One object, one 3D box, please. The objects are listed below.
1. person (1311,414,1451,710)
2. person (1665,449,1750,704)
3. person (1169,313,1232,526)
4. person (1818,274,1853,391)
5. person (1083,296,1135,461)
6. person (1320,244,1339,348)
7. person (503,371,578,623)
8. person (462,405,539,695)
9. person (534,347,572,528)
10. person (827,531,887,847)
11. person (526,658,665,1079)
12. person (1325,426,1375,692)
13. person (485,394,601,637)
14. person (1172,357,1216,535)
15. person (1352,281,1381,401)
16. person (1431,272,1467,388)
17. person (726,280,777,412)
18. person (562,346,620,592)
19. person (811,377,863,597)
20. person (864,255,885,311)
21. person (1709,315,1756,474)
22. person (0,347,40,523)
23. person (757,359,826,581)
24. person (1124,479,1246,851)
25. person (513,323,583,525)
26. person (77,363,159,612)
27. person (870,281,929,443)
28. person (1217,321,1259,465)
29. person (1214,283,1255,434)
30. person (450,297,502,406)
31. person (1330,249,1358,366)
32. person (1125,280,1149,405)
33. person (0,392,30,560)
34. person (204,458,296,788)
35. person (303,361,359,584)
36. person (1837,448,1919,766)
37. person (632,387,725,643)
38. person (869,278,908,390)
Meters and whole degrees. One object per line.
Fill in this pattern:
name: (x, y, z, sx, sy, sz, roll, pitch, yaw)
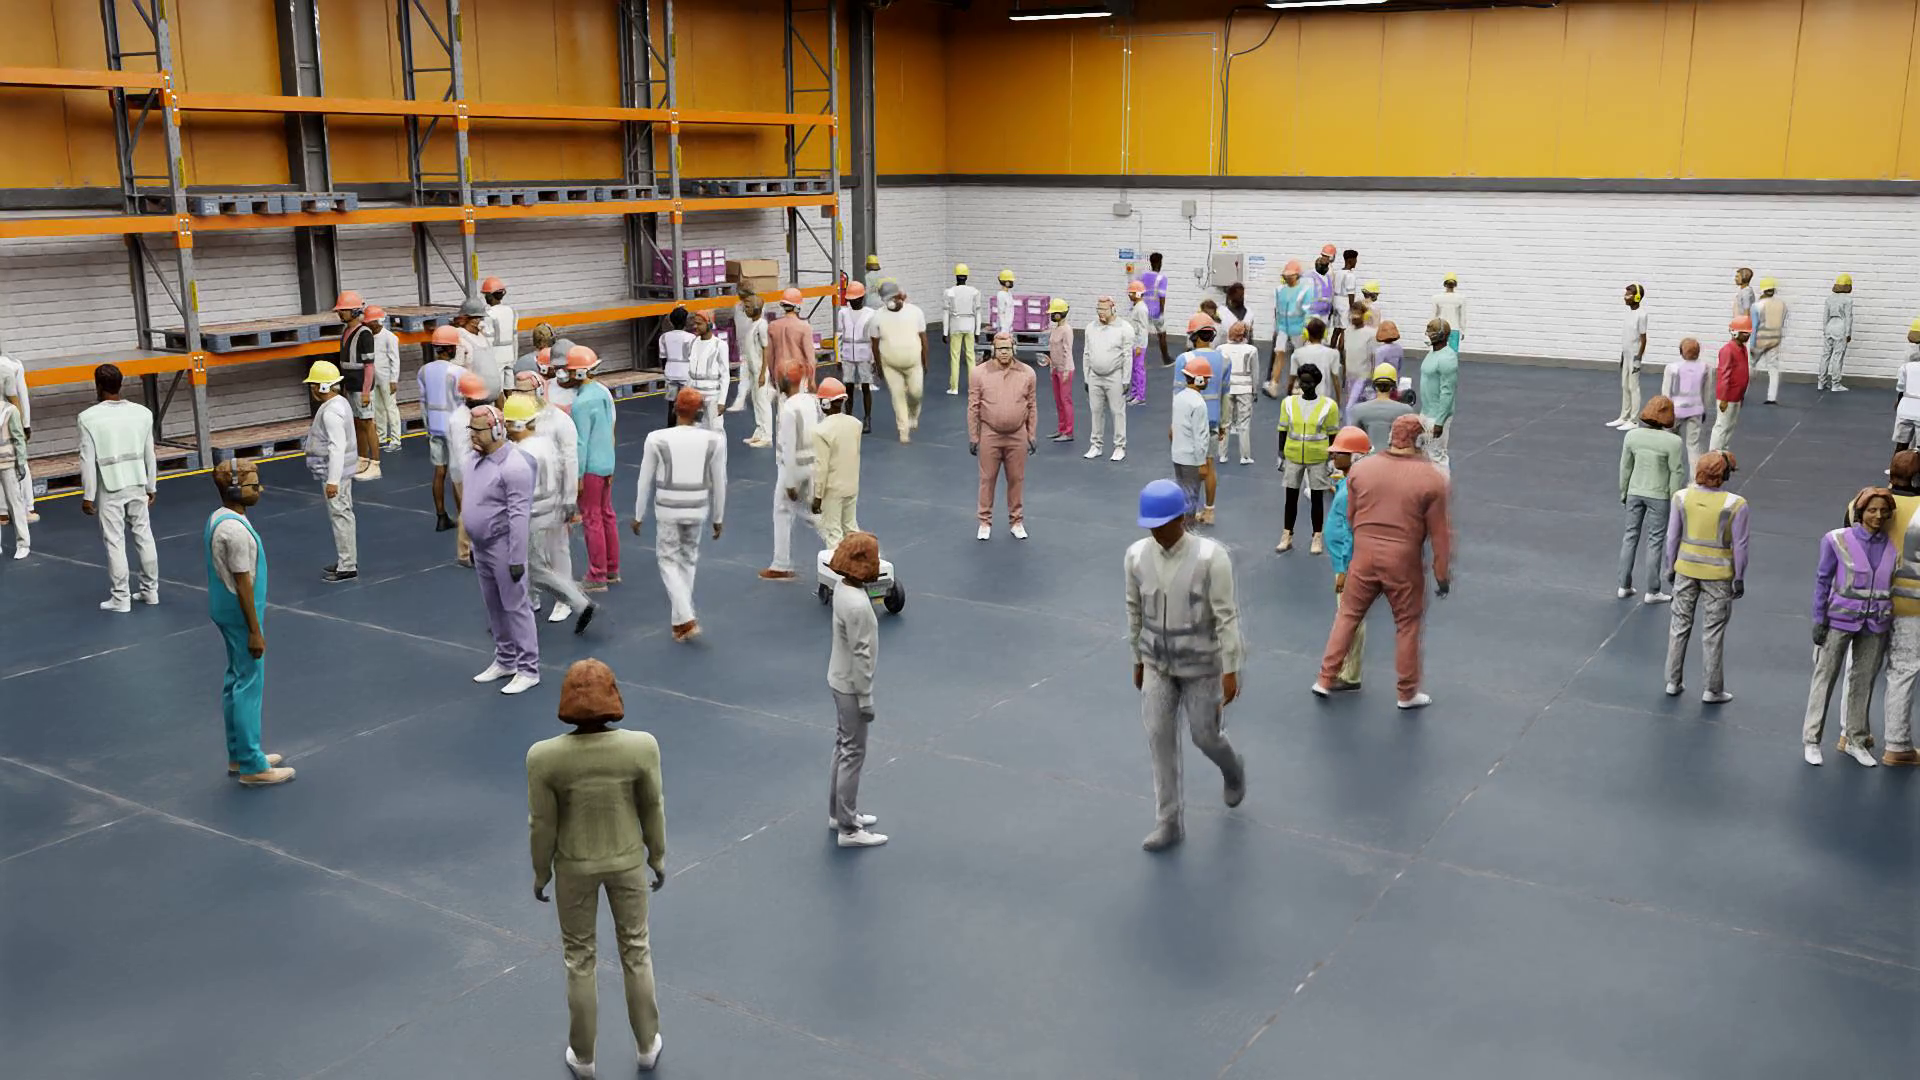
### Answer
person: (2.665, 0.153, 10.503, 0.842, 1.884, 0.541, 7, 15, 30)
person: (4.779, 0.233, 10.672, 0.311, 1.642, 0.512, -11, 17, -41)
person: (2.257, -1.128, 15.740, 0.615, 2.028, 0.409, -6, 14, -25)
person: (13.174, -3.112, 24.956, 0.296, 1.744, 0.484, -5, 14, -20)
person: (1.690, -1.868, 19.228, 0.640, 1.900, 0.404, 8, 15, 31)
person: (6.301, -4.076, 28.587, 0.382, 1.994, 0.622, -1, 13, -6)
person: (-3.188, -0.326, 12.514, 0.652, 1.906, 0.402, 5, 14, 20)
person: (-3.040, 0.056, 10.884, 0.396, 1.901, 0.644, -12, 18, -43)
person: (-3.790, -0.917, 15.432, 0.348, 1.740, 0.573, 0, 13, 2)
person: (-0.531, 0.751, 8.464, 0.280, 1.625, 0.493, -2, 13, -10)
person: (-1.366, 1.244, 6.304, 0.504, 1.631, 0.279, -4, 14, -16)
person: (2.535, 0.122, 10.896, 0.328, 1.755, 0.564, 4, 14, 19)
person: (-3.050, -0.158, 12.011, 0.808, 1.805, 0.606, -1, 13, -5)
person: (2.062, -0.745, 14.692, 0.353, 1.742, 0.568, -3, 13, -12)
person: (5.699, -2.733, 23.264, 0.317, 1.766, 0.535, -7, 15, -29)
person: (7.391, -3.173, 25.191, 0.524, 1.760, 0.335, 4, 14, 16)
person: (-2.905, -2.717, 23.115, 0.522, 1.819, 0.918, 12, 18, 43)
person: (-2.986, -0.576, 13.422, 0.406, 1.987, 0.614, 2, 13, 9)
person: (-1.004, -0.419, 13.251, 0.335, 1.753, 0.563, 8, 15, 33)
person: (-1.550, -4.229, 29.803, 0.322, 1.742, 0.493, 11, 17, 39)
person: (8.568, -1.610, 18.420, 0.342, 1.749, 0.573, 12, 17, 41)
person: (-9.117, -1.047, 15.775, 0.506, 1.846, 0.345, 0, 13, 2)
person: (-1.275, -0.554, 13.615, 0.795, 1.863, 0.576, 6, 14, 23)
person: (1.175, 0.599, 8.508, 0.659, 1.908, 0.750, 9, 16, 33)
person: (-3.883, -1.082, 15.723, 0.632, 1.940, 0.372, 4, 13, 15)
person: (-6.473, -0.403, 12.852, 0.387, 1.912, 0.592, 8, 15, 30)
person: (-0.751, -2.246, 20.550, 0.732, 2.000, 0.753, -1, 13, -6)
person: (3.146, -1.669, 18.923, 0.512, 1.640, 0.307, 6, 14, 23)
person: (3.489, -2.309, 21.212, 0.600, 1.909, 0.763, -7, 15, -29)
person: (-5.089, -1.547, 17.517, 0.537, 2.000, 0.685, 3, 13, 12)
person: (6.450, -3.891, 27.882, 0.382, 1.958, 0.606, -3, 13, -13)
person: (2.483, -2.789, 23.532, 0.330, 1.751, 0.563, -2, 13, -8)
person: (-8.369, -0.635, 14.442, 0.522, 1.638, 0.311, 0, 13, -2)
person: (-3.988, 0.454, 9.264, 0.328, 1.844, 0.513, -9, 16, -33)
person: (-5.165, -0.562, 13.698, 0.404, 1.831, 0.600, -4, 14, -16)
person: (5.398, 0.381, 9.596, 0.429, 1.842, 0.626, -7, 15, -26)
person: (-2.010, -0.183, 11.995, 0.644, 1.857, 0.522, -6, 14, -24)
person: (-1.054, -3.077, 24.904, 0.920, 1.691, 0.501, -2, 13, -10)
